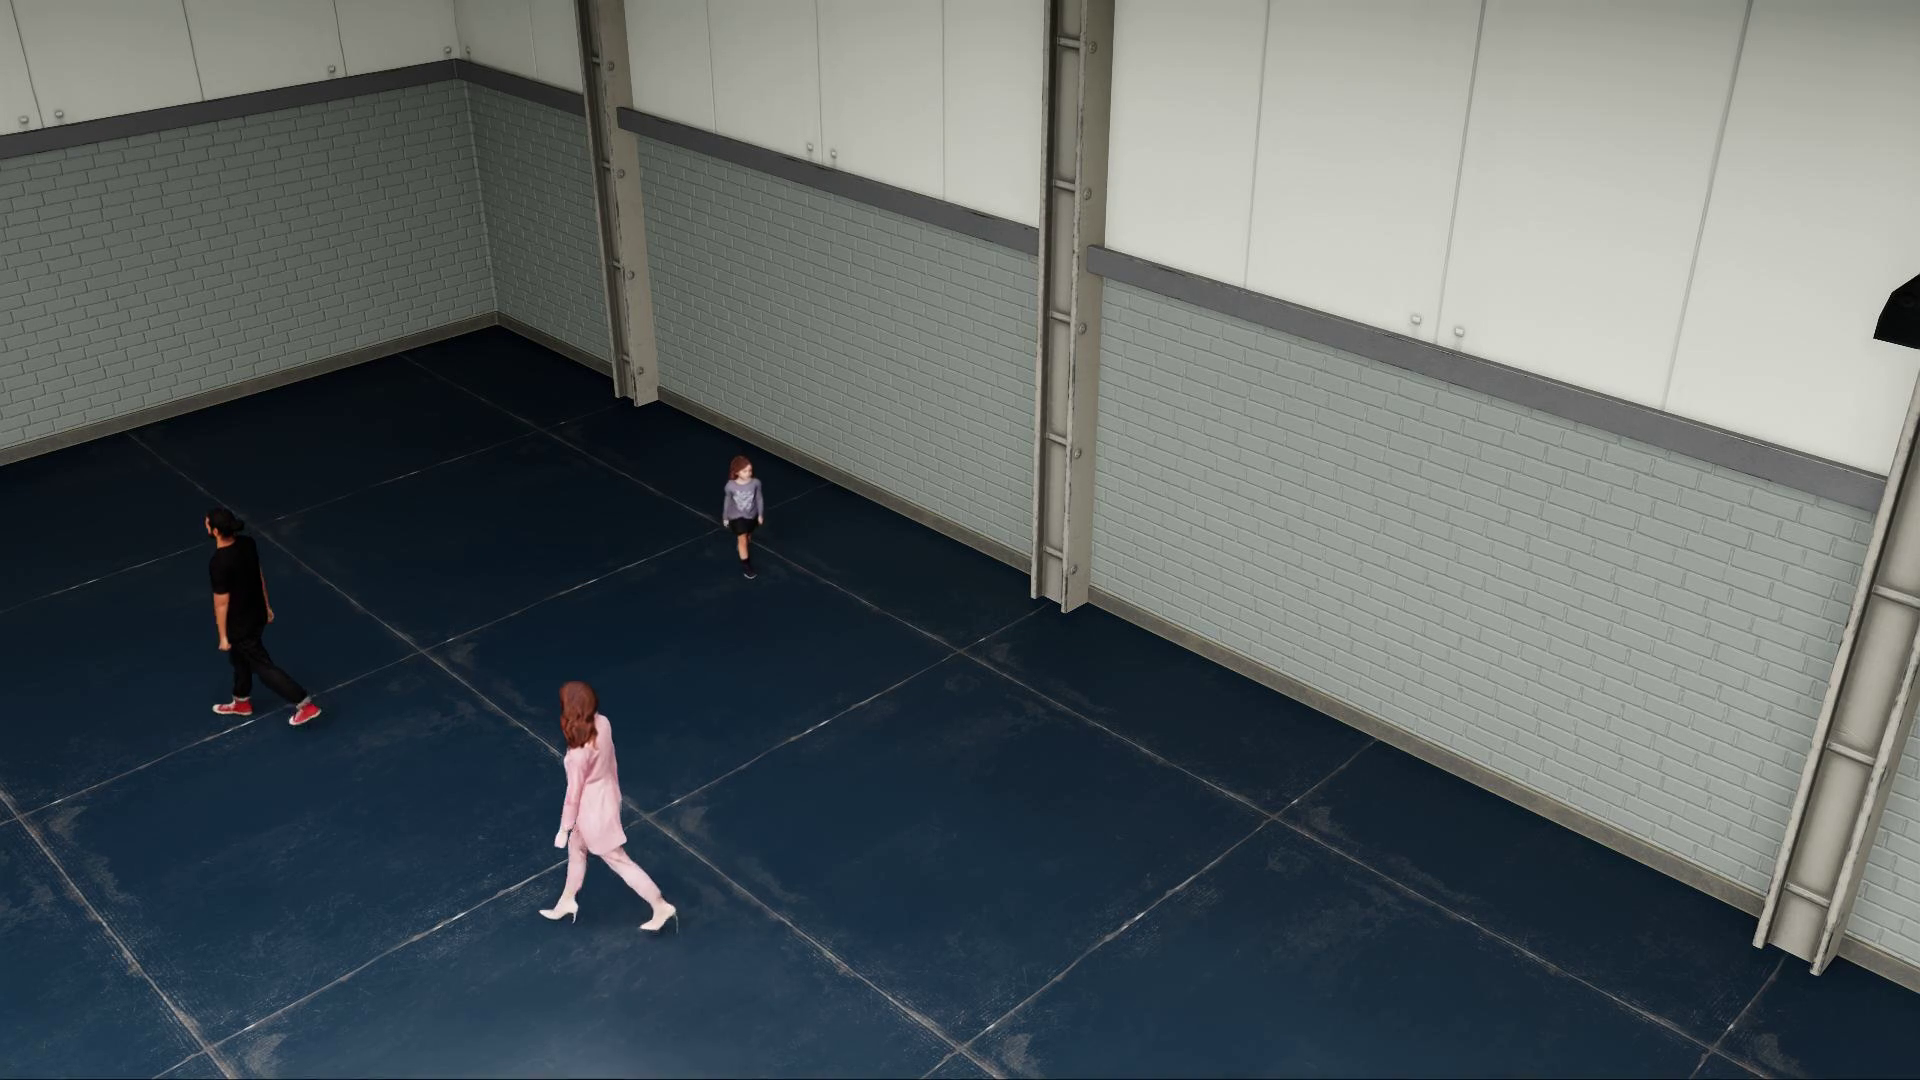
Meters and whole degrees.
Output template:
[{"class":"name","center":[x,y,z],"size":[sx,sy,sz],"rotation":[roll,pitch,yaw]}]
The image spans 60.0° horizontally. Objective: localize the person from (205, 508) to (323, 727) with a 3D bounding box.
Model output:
[{"class":"person","center":[-5.010,0.582,11.817],"size":[1.197,1.733,1.079],"rotation":[3,28,5]}]

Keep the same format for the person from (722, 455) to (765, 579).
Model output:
[{"class":"person","center":[-1.850,-0.258,14.086],"size":[0.667,1.084,0.866],"rotation":[-10,30,-19]}]

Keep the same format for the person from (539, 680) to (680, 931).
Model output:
[{"class":"person","center":[-2.049,1.643,9.804],"size":[1.178,1.753,1.076],"rotation":[2,28,4]}]
